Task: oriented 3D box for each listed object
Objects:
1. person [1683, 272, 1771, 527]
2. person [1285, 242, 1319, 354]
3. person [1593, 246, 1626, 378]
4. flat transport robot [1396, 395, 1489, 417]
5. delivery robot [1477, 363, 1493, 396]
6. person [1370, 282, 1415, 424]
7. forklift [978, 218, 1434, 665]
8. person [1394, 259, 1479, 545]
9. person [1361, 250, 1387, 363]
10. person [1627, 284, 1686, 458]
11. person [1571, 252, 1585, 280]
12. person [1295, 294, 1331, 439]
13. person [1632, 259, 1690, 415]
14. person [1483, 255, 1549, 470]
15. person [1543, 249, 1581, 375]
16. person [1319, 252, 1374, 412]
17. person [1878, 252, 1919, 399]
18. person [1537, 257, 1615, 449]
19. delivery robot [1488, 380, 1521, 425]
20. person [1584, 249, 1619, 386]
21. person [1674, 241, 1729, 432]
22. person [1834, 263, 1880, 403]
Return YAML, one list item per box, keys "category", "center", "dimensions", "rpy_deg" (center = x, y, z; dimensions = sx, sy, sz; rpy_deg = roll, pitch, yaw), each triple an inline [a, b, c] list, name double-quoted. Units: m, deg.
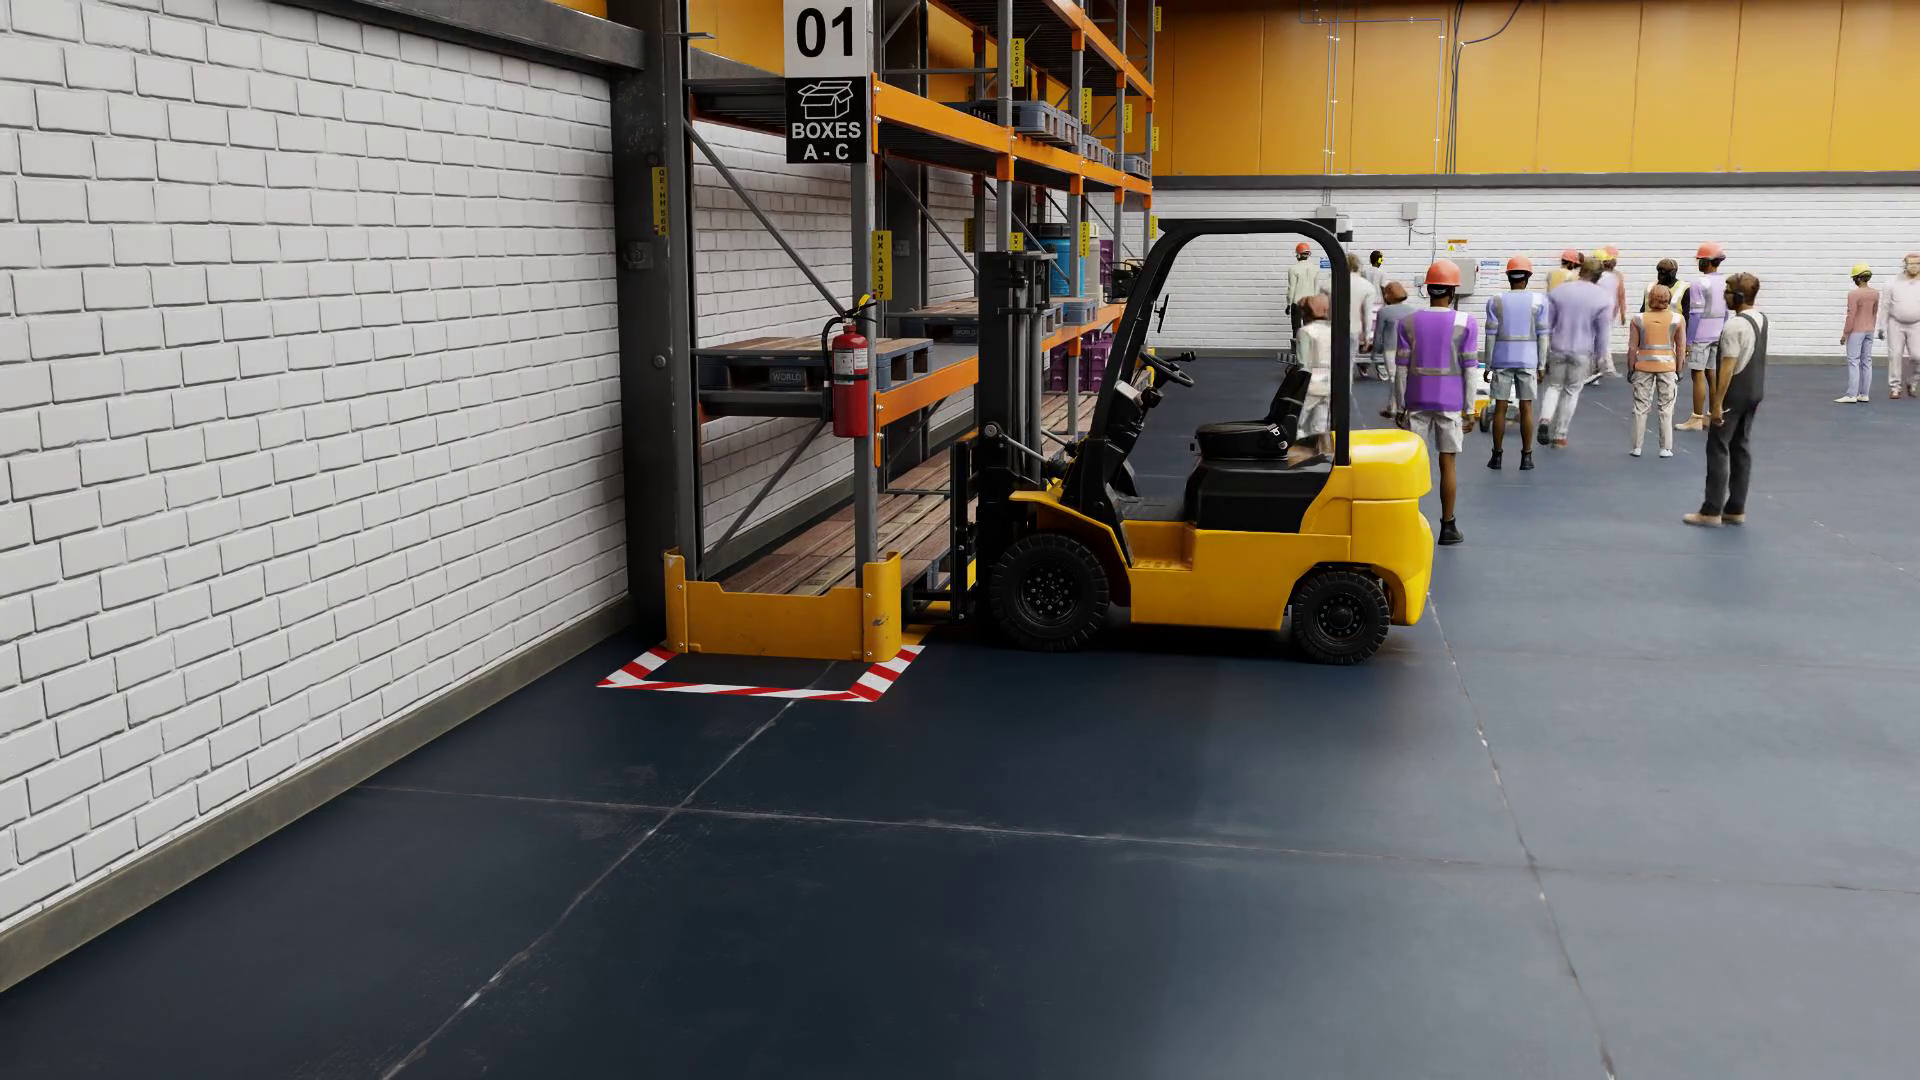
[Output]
- category: "person"
  center: [5.591, -1.007, 12.020]
  dimensions: [0.524, 1.841, 0.376]
  rpy_deg: [-7, 12, -33]
- category: "person"
  center: [5.698, -3.952, 27.735]
  dimensions: [0.611, 1.995, 0.375]
  rpy_deg: [-5, 12, -26]
- category: "person"
  center: [9.655, -3.424, 24.954]
  dimensions: [0.619, 1.961, 0.981]
  rpy_deg: [-4, 11, -20]
- category: "flat transport robot"
  center: [5.823, -1.617, 19.667]
  dimensions: [0.652, 0.197, 1.431]
  rpy_deg: [-6, 12, -30]
- category: "delivery robot"
  center: [6.311, -1.899, 20.176]
  dimensions: [0.707, 0.478, 0.477]
  rpy_deg: [-6, 12, -30]
- category: "person"
  center: [4.938, -2.119, 18.809]
  dimensions: [0.491, 1.595, 0.831]
  rpy_deg: [-4, 11, -21]
- category: "forklift"
  center: [1.285, -0.567, 8.635]
  dimensions: [2.313, 2.155, 1.214]
  rpy_deg: [2, 11, 11]
- category: "person"
  center: [3.244, -0.933, 11.343]
  dimensions: [0.551, 1.936, 0.356]
  rpy_deg: [5, 12, 26]
- category: "person"
  center: [6.917, -3.896, 27.789]
  dimensions: [0.520, 1.865, 0.328]
  rpy_deg: [10, 14, 44]
- category: "person"
  center: [6.597, -1.594, 15.783]
  dimensions: [0.513, 1.641, 0.309]
  rpy_deg: [5, 11, 24]
- category: "person"
  center: [10.070, -3.783, 27.239]
  dimensions: [0.429, 1.839, 0.629]
  rpy_deg: [10, 14, 42]
- category: "person"
  center: [2.894, -1.204, 13.701]
  dimensions: [0.538, 1.621, 0.367]
  rpy_deg: [-10, 14, -43]
- category: "person"
  center: [8.248, -2.376, 19.541]
  dimensions: [0.430, 1.838, 0.620]
  rpy_deg: [-9, 13, -40]
- category: "person"
  center: [4.990, -1.590, 14.972]
  dimensions: [0.543, 1.928, 0.374]
  rpy_deg: [3, 11, 16]
- category: "person"
  center: [9.148, -3.455, 25.263]
  dimensions: [0.787, 1.892, 0.592]
  rpy_deg: [-8, 13, -38]
- category: "person"
  center: [4.515, -2.420, 19.565]
  dimensions: [0.641, 1.920, 0.430]
  rpy_deg: [2, 11, 11]
- category: "person"
  center: [12.220, -2.759, 21.479]
  dimensions: [0.653, 1.893, 0.430]
  rpy_deg: [5, 12, 26]
- category: "person"
  center: [6.000, -1.812, 16.278]
  dimensions: [0.685, 1.896, 0.573]
  rpy_deg: [8, 13, 36]
- category: "delivery robot"
  center: [5.922, -1.486, 17.912]
  dimensions: [0.477, 0.478, 0.707]
  rpy_deg: [5, 12, 28]
- category: "person"
  center: [8.922, -3.107, 23.315]
  dimensions: [0.614, 1.915, 0.423]
  rpy_deg: [-4, 11, -19]
- category: "person"
  center: [7.993, -2.177, 17.864]
  dimensions: [0.608, 2.048, 0.365]
  rpy_deg: [-6, 12, -30]
- category: "person"
  center: [11.321, -2.600, 20.974]
  dimensions: [0.523, 1.760, 0.327]
  rpy_deg: [-5, 11, -23]
